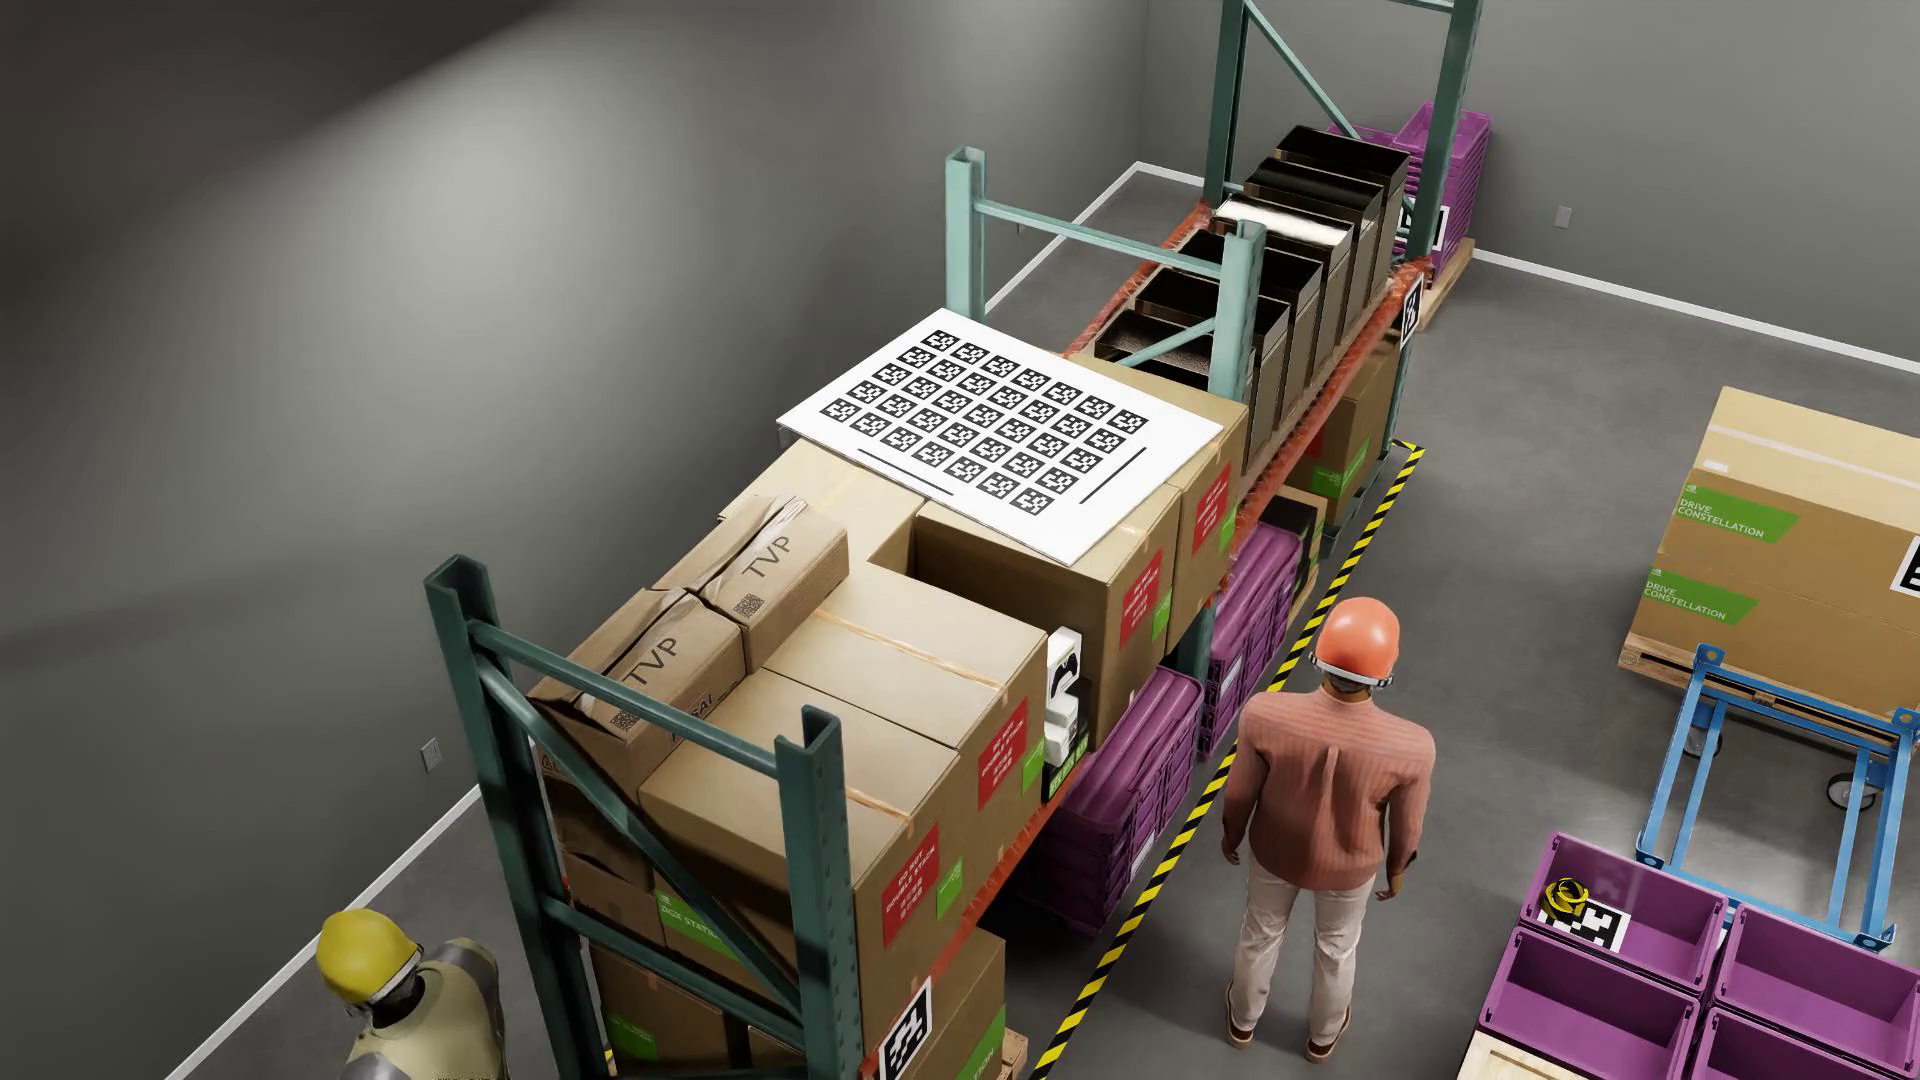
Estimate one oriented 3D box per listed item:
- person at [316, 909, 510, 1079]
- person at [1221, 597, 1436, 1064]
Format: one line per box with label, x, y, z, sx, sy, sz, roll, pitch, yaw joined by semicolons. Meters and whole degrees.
person;-1.469;1.657;4.713;0.404;1.821;0.587;13;42;15
person;1.155;0.973;5.394;0.618;1.993;0.396;11;41;13
